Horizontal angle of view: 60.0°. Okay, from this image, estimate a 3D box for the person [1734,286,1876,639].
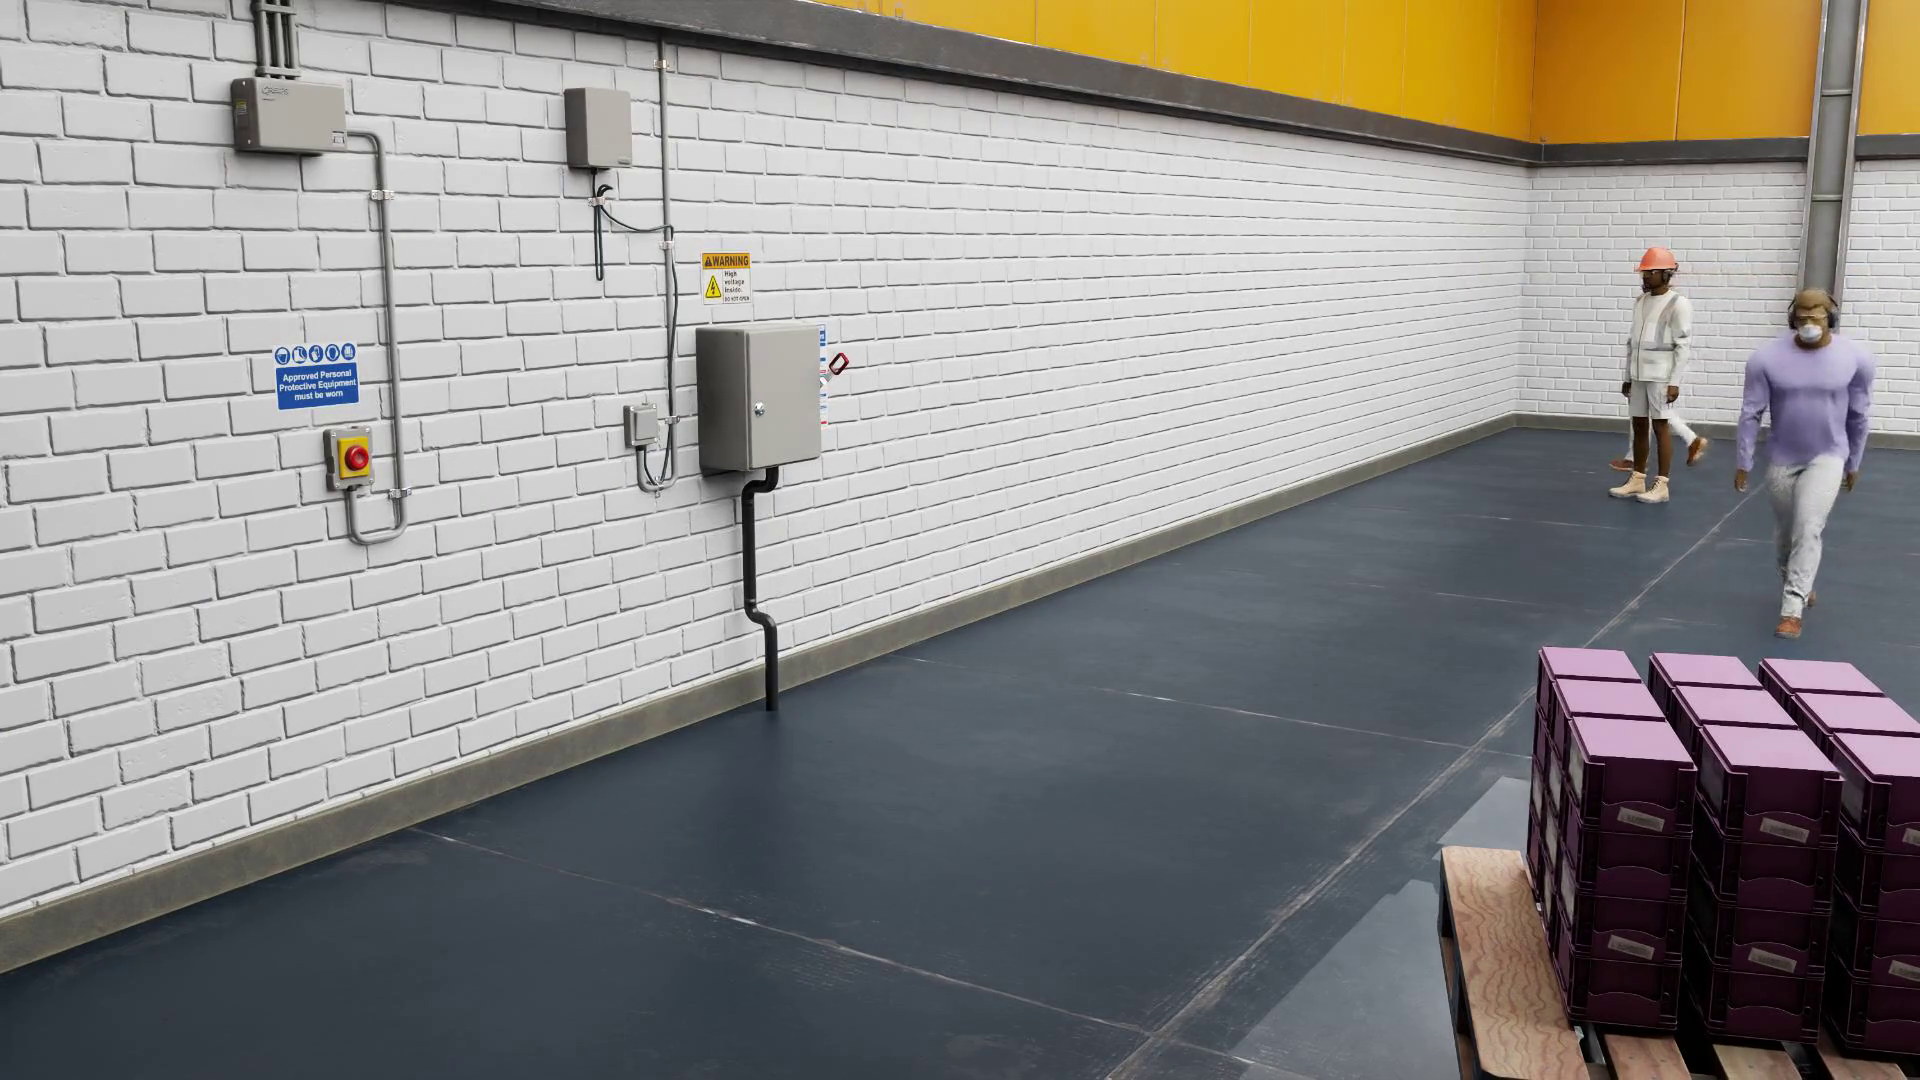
[{"bbox_3d":[4.615,-0.456,9.113,0.642,1.879,0.999,6,12,31],"label":"person"}]

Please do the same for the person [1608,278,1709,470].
[{"bbox_3d":[6.374,-1.531,15.069,0.740,1.858,0.586,7,12,34],"label":"person"}]

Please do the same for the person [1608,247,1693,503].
[{"bbox_3d":[5.555,-1.322,13.384,0.373,2.043,0.615,-3,11,-18],"label":"person"}]
